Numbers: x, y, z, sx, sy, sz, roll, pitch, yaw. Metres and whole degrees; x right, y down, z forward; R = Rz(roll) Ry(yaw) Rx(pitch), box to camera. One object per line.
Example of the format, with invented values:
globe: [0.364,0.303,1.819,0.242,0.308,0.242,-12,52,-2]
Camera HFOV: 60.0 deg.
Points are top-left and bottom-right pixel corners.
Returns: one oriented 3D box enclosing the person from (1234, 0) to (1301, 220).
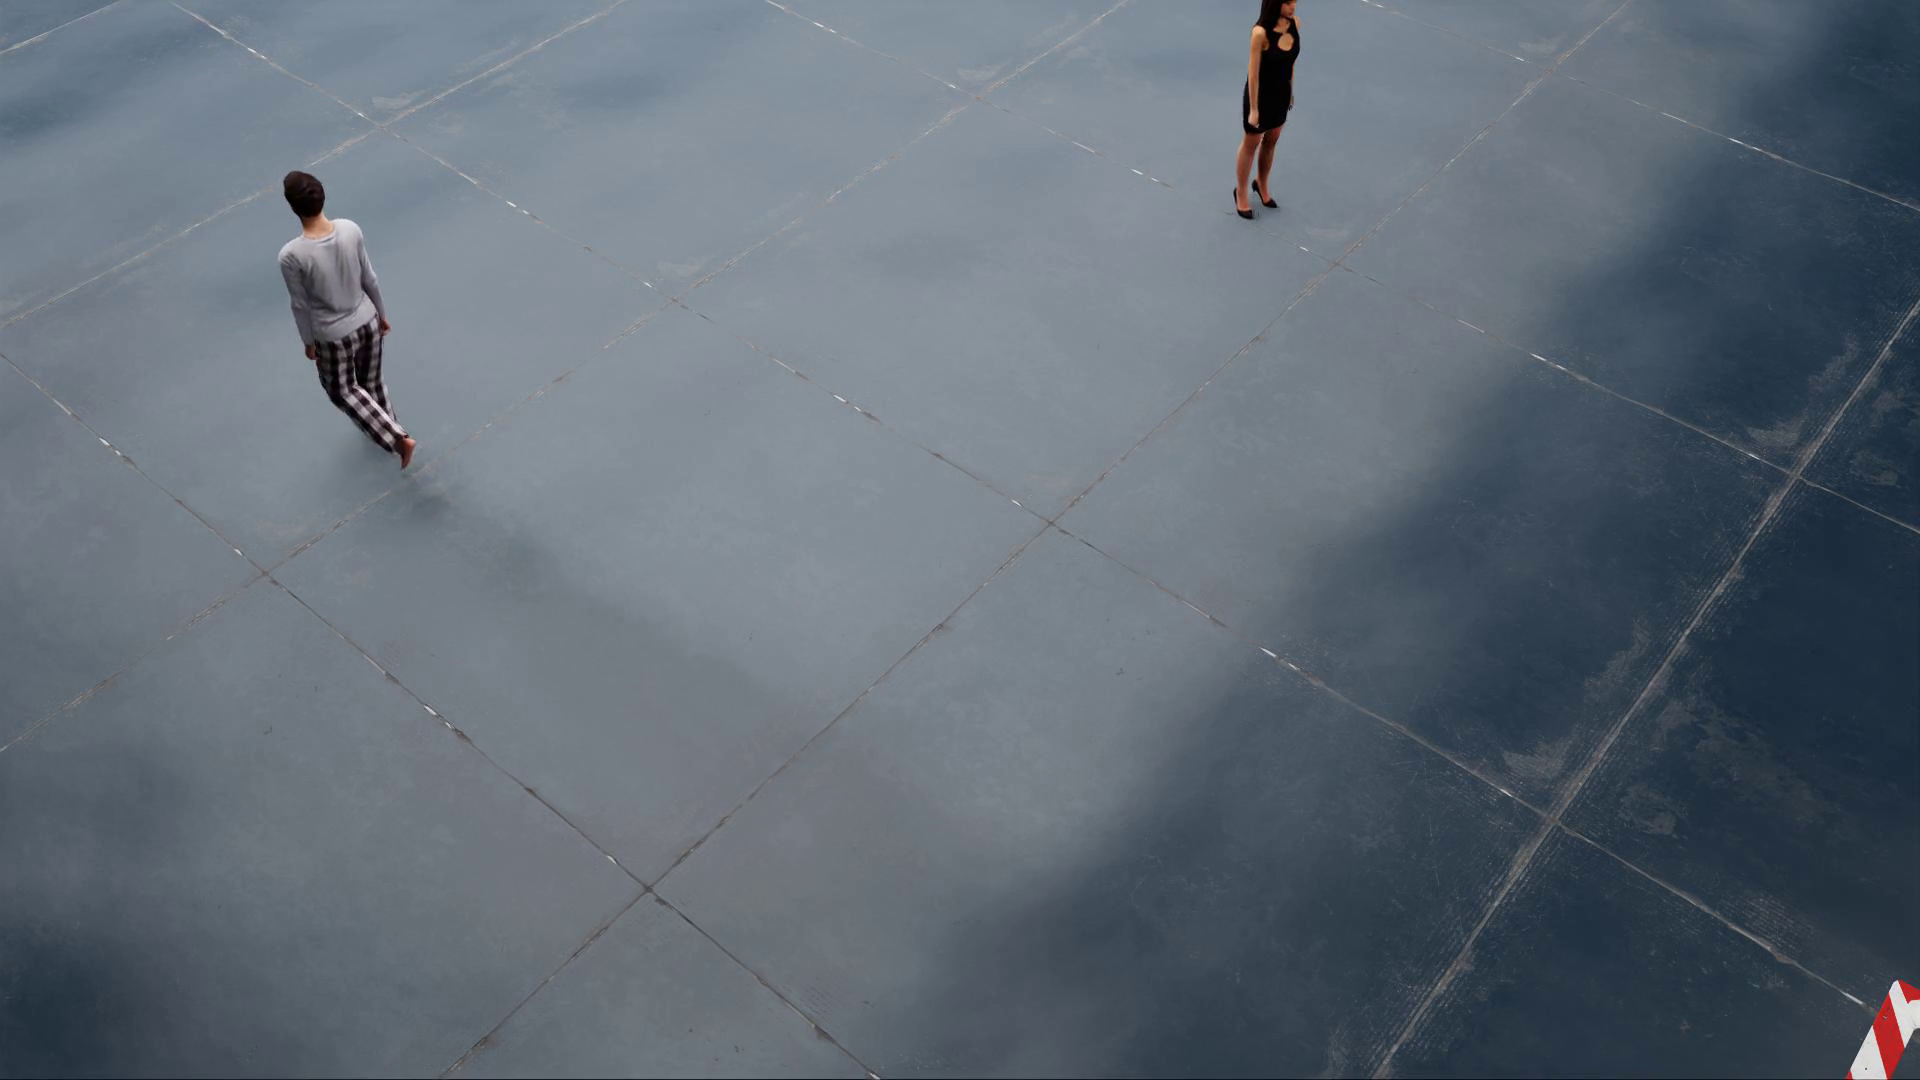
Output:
person: [1.921,-2.810,10.540,0.606,1.649,0.554,-27,53,-23]

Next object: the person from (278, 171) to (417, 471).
person: [-3.225,-1.101,8.835,0.878,1.832,0.629,34,56,28]
